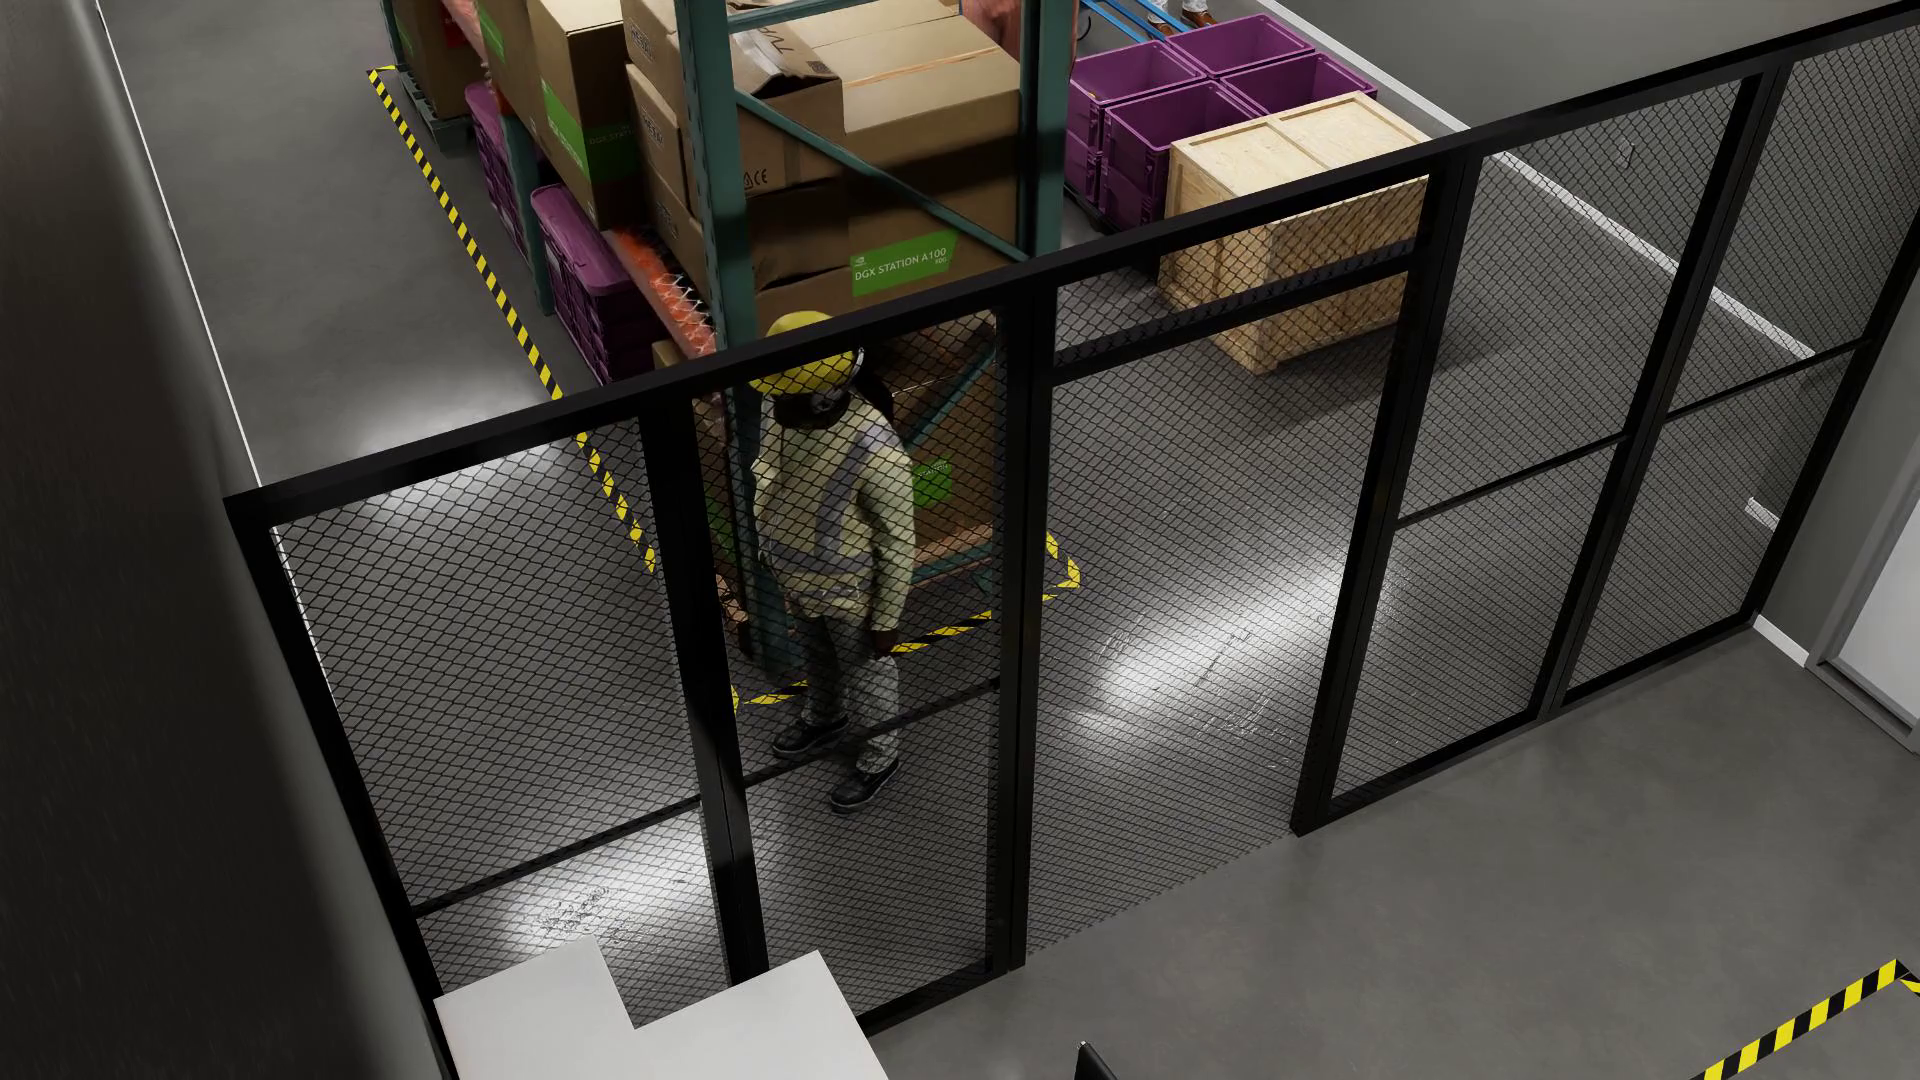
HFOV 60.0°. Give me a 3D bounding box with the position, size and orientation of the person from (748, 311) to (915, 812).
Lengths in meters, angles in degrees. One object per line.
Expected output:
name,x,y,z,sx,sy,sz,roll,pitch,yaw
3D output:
person,-0.391,0.083,4.934,0.404,1.828,0.601,-30,50,-29

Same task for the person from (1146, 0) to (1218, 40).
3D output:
person,1.282,-3.630,8.916,0.627,1.940,0.371,-21,46,-21

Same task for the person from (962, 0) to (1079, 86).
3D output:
person,0.222,-1.815,6.890,0.622,1.992,0.384,-32,51,-30
